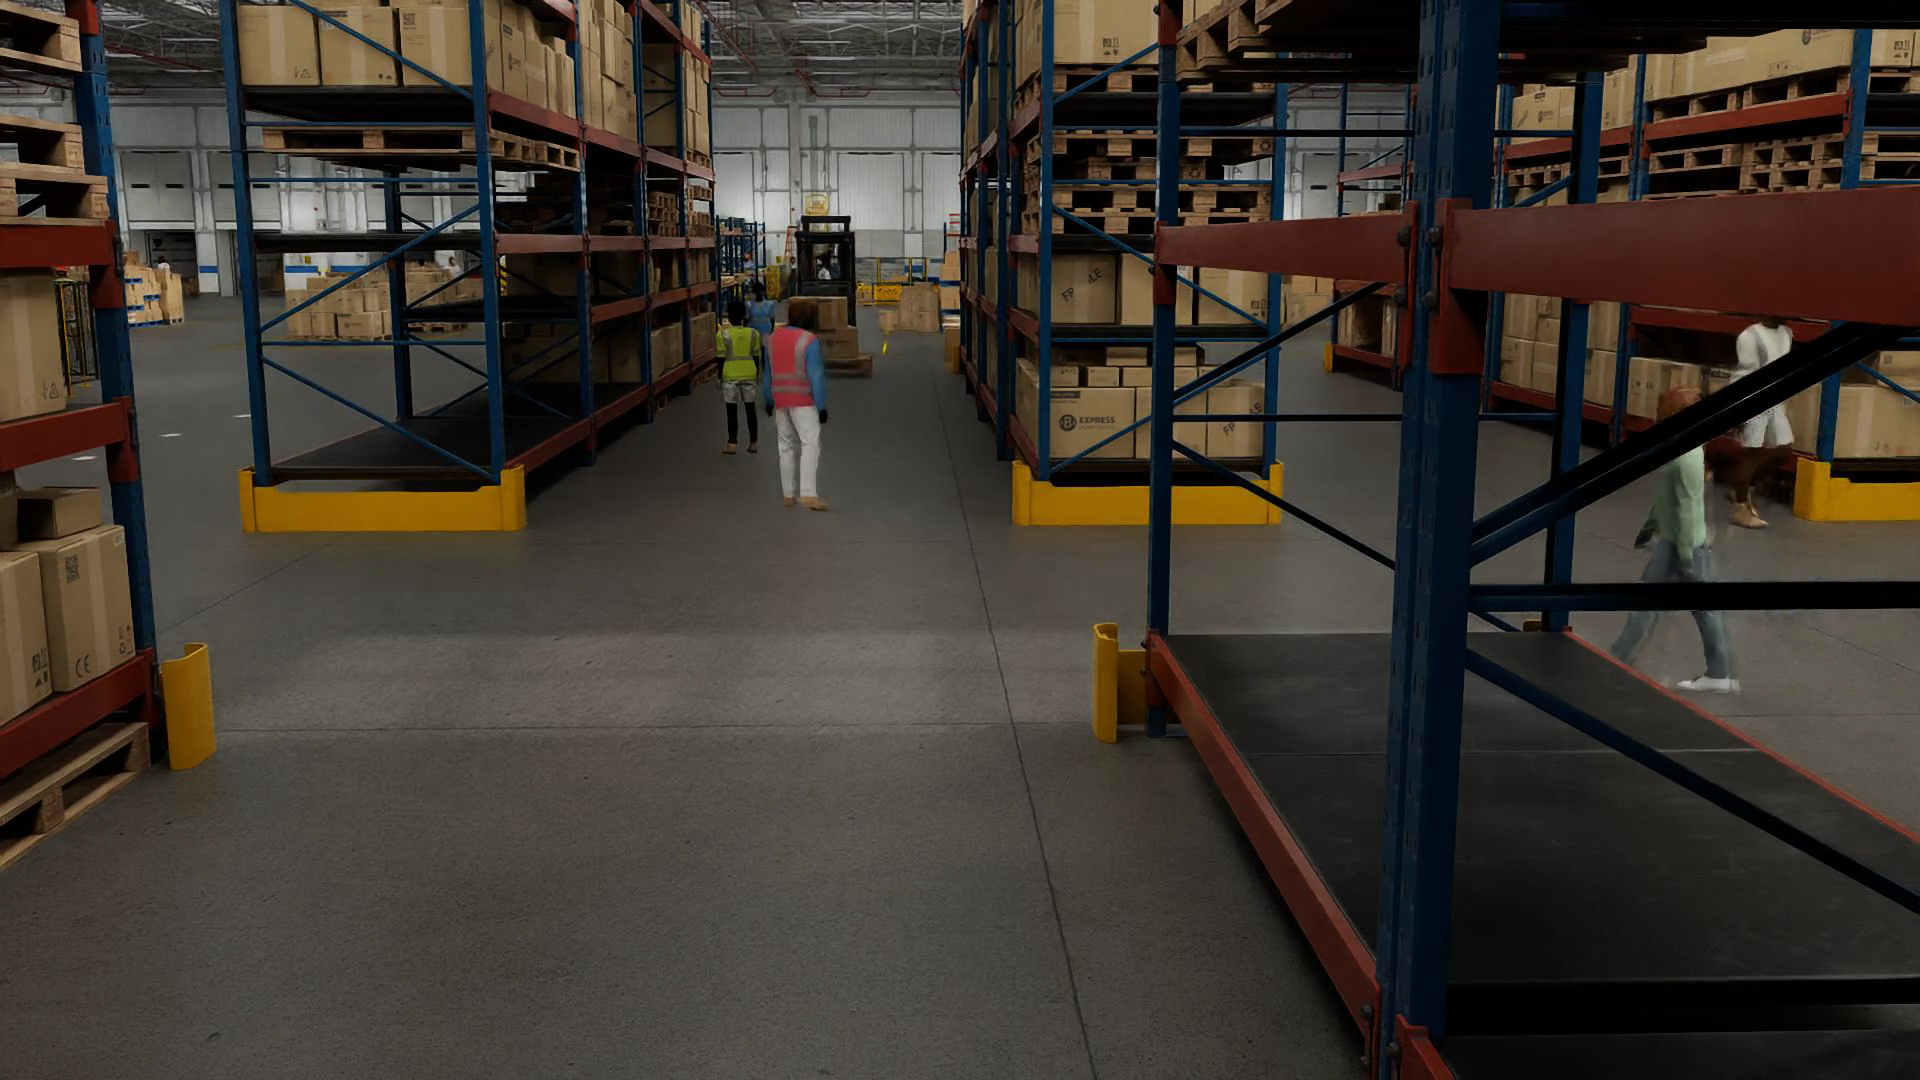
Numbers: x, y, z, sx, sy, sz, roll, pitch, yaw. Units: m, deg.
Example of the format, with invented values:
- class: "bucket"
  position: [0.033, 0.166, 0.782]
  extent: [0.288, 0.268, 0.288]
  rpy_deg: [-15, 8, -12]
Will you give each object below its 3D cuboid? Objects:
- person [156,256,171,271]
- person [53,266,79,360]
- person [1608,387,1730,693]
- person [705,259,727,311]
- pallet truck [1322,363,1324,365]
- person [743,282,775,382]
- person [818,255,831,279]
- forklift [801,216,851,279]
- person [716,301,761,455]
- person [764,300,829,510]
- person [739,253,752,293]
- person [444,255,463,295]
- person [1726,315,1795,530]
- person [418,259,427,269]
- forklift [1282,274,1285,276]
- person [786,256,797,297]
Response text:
- class: "person"
  position: [-27.983, -9.047, 58.415]
  extent: [0.429, 1.843, 0.628]
  rpy_deg: [1, 10, 6]
- class: "person"
  position: [-17.726, -4.526, 32.956]
  extent: [0.542, 1.939, 0.364]
  rpy_deg: [-6, 12, -29]
- class: "person"
  position: [3.656, 0.006, 8.673]
  extent: [0.845, 1.596, 0.516]
  rpy_deg: [5, 11, 27]
- class: "person"
  position: [-8.171, -8.549, 55.575]
  extent: [1.039, 1.872, 0.583]
  rpy_deg: [1, 10, 4]
- class: "pallet truck"
  position: [7.712, -4.157, 30.737]
  extent: [1.885, 1.965, 0.823]
  rpy_deg: [3, 11, 16]
- class: "person"
  position: [-3.374, -3.510, 28.022]
  extent: [0.539, 1.679, 0.660]
  rpy_deg: [-1, 10, -3]
- class: "person"
  position: [-3.724, -6.912, 46.172]
  extent: [0.367, 1.966, 0.606]
  rpy_deg: [-5, 11, -28]
- class: "forklift"
  position: [-2.514, -4.743, 31.544]
  extent: [1.129, 2.768, 1.873]
  rpy_deg: [0, 10, -2]
- class: "person"
  position: [-2.450, -1.790, 18.390]
  extent: [0.532, 1.697, 0.319]
  rpy_deg: [-6, 12, -30]
- class: "person"
  position: [-1.470, -1.180, 14.626]
  extent: [0.781, 1.841, 0.471]
  rpy_deg: [7, 12, 35]
- class: "person"
  position: [-8.366, -10.266, 64.995]
  extent: [0.547, 1.918, 0.498]
  rpy_deg: [2, 10, 11]
- class: "person"
  position: [-15.812, -7.888, 51.745]
  extent: [0.766, 1.914, 0.641]
  rpy_deg: [7, 12, 33]
- class: "person"
  position: [6.558, -1.087, 13.566]
  extent: [0.642, 2.021, 0.445]
  rpy_deg: [-5, 11, -27]
- class: "person"
  position: [-20.271, -9.759, 62.783]
  extent: [0.322, 1.697, 0.531]
  rpy_deg: [1, 10, 4]
- class: "forklift"
  position: [12.243, -10.301, 62.507]
  extent: [1.129, 2.768, 1.873]
  rpy_deg: [0, 10, -2]
- class: "person"
  position: [-5.987, -9.372, 60.313]
  extent: [0.925, 1.799, 0.539]
  rpy_deg: [10, 14, 44]
